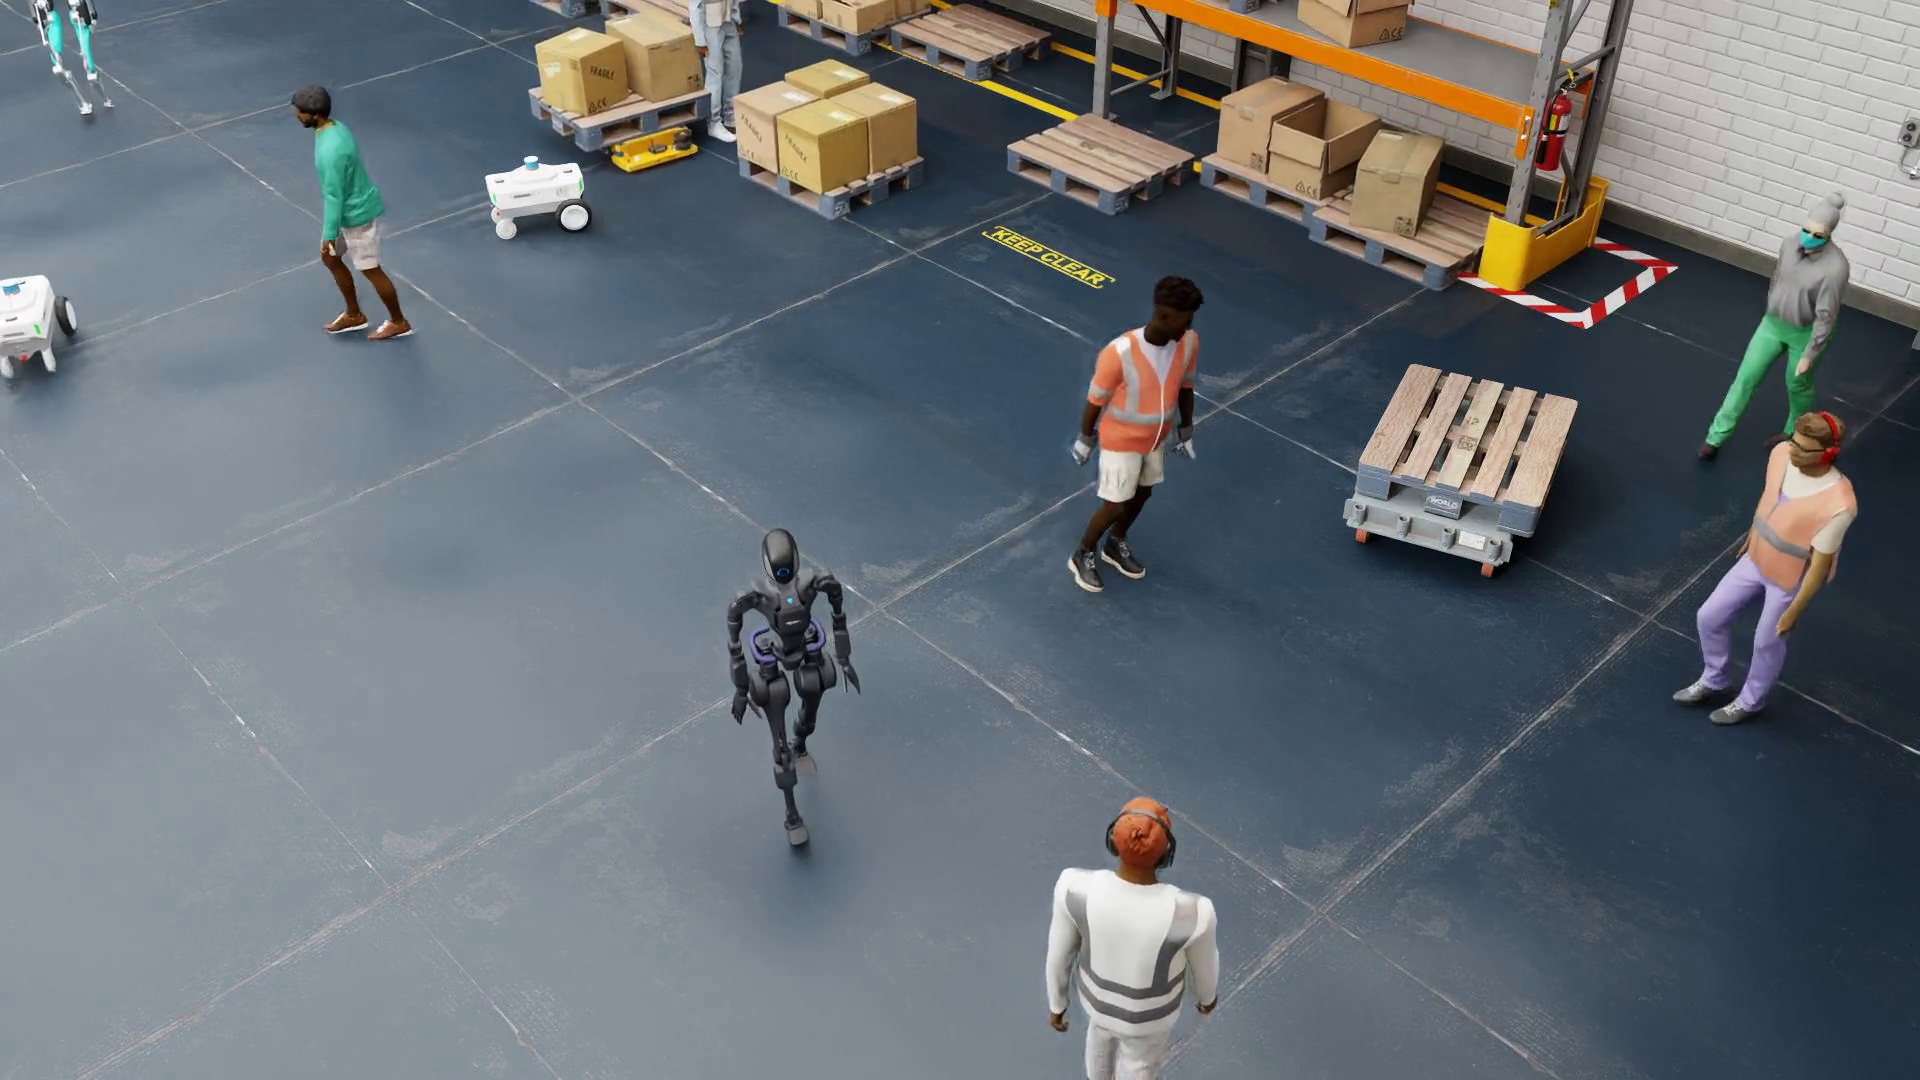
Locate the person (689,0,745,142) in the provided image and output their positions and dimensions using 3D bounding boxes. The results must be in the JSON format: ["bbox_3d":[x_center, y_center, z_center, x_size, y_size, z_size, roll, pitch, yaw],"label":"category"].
[{"bbox_3d":[-2.032,-4.280,13.844,0.417,1.903,0.613,18,40,22],"label":"person"}]

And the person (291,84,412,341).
[{"bbox_3d":[-4.154,-2.126,11.059,0.723,1.824,0.530,-13,39,-17],"label":"person"}]

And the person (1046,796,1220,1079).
[{"bbox_3d":[0.656,1.603,6.095,0.581,1.859,0.747,15,40,19],"label":"person"}]

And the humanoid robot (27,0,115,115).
[{"bbox_3d":[-7.644,-4.421,14.187,0.545,1.777,0.896,-11,38,-14],"label":"humanoid robot"}]

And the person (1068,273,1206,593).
[{"bbox_3d":[0.962,-0.569,8.912,0.633,1.924,0.487,-22,42,-26],"label":"person"}]

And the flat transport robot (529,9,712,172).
[{"bbox_3d":[-2.884,-3.531,14.207,0.659,0.231,1.431,-25,44,-29],"label":"flat transport robot"}]

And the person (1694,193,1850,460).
[{"bbox_3d":[4.949,-1.259,9.920,0.941,1.795,0.544,-18,41,-23],"label":"person"}]

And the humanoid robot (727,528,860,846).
[{"bbox_3d":[-0.754,0.603,7.599,0.609,1.624,0.741,-13,39,-17],"label":"humanoid robot"}]

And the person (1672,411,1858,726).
[{"bbox_3d":[3.875,0.167,8.014,0.577,1.825,0.610,-8,38,-10],"label":"person"}]

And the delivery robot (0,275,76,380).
[{"bbox_3d":[-6.337,-1.483,11.252,0.499,0.587,0.771,-11,39,-15],"label":"delivery robot"}]

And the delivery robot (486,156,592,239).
[{"bbox_3d":[-3.244,-2.657,12.825,0.813,0.609,0.499,-12,39,-16],"label":"delivery robot"}]
